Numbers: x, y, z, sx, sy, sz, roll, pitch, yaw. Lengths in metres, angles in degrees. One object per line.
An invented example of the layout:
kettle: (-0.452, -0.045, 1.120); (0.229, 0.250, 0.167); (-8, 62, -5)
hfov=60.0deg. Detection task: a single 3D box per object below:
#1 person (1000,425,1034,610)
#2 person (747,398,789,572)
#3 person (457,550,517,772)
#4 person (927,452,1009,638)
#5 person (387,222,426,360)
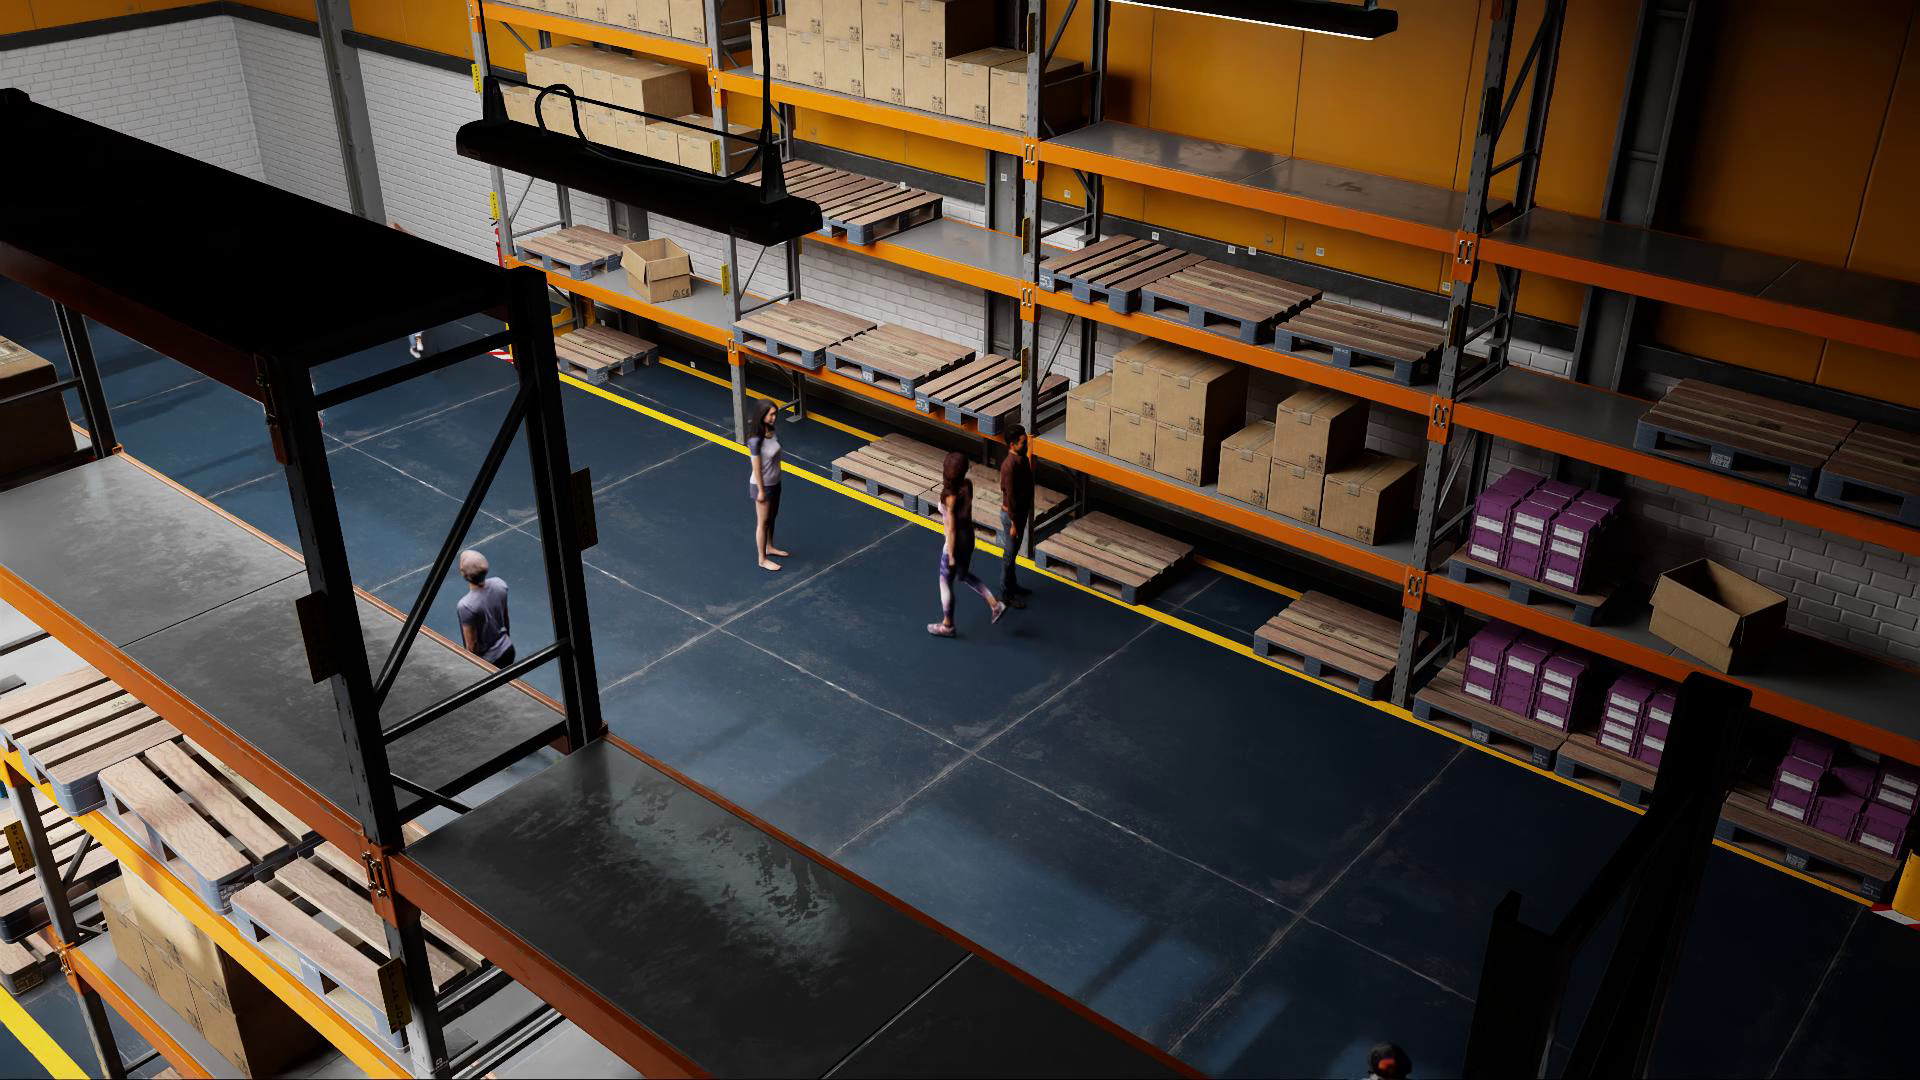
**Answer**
person: (0.490, -0.233, 15.104); (0.690, 1.782, 0.716); (7, 29, 12)
person: (-1.836, -0.558, 15.778); (0.669, 1.706, 0.673); (7, 29, 12)
person: (-3.623, 0.918, 12.886); (0.670, 1.885, 0.707); (13, 31, 22)
person: (0.071, 0.057, 14.601); (0.994, 1.754, 0.761); (11, 30, 19)
person: (-6.731, -2.999, 20.242); (0.722, 1.718, 0.732); (-16, 32, -27)
